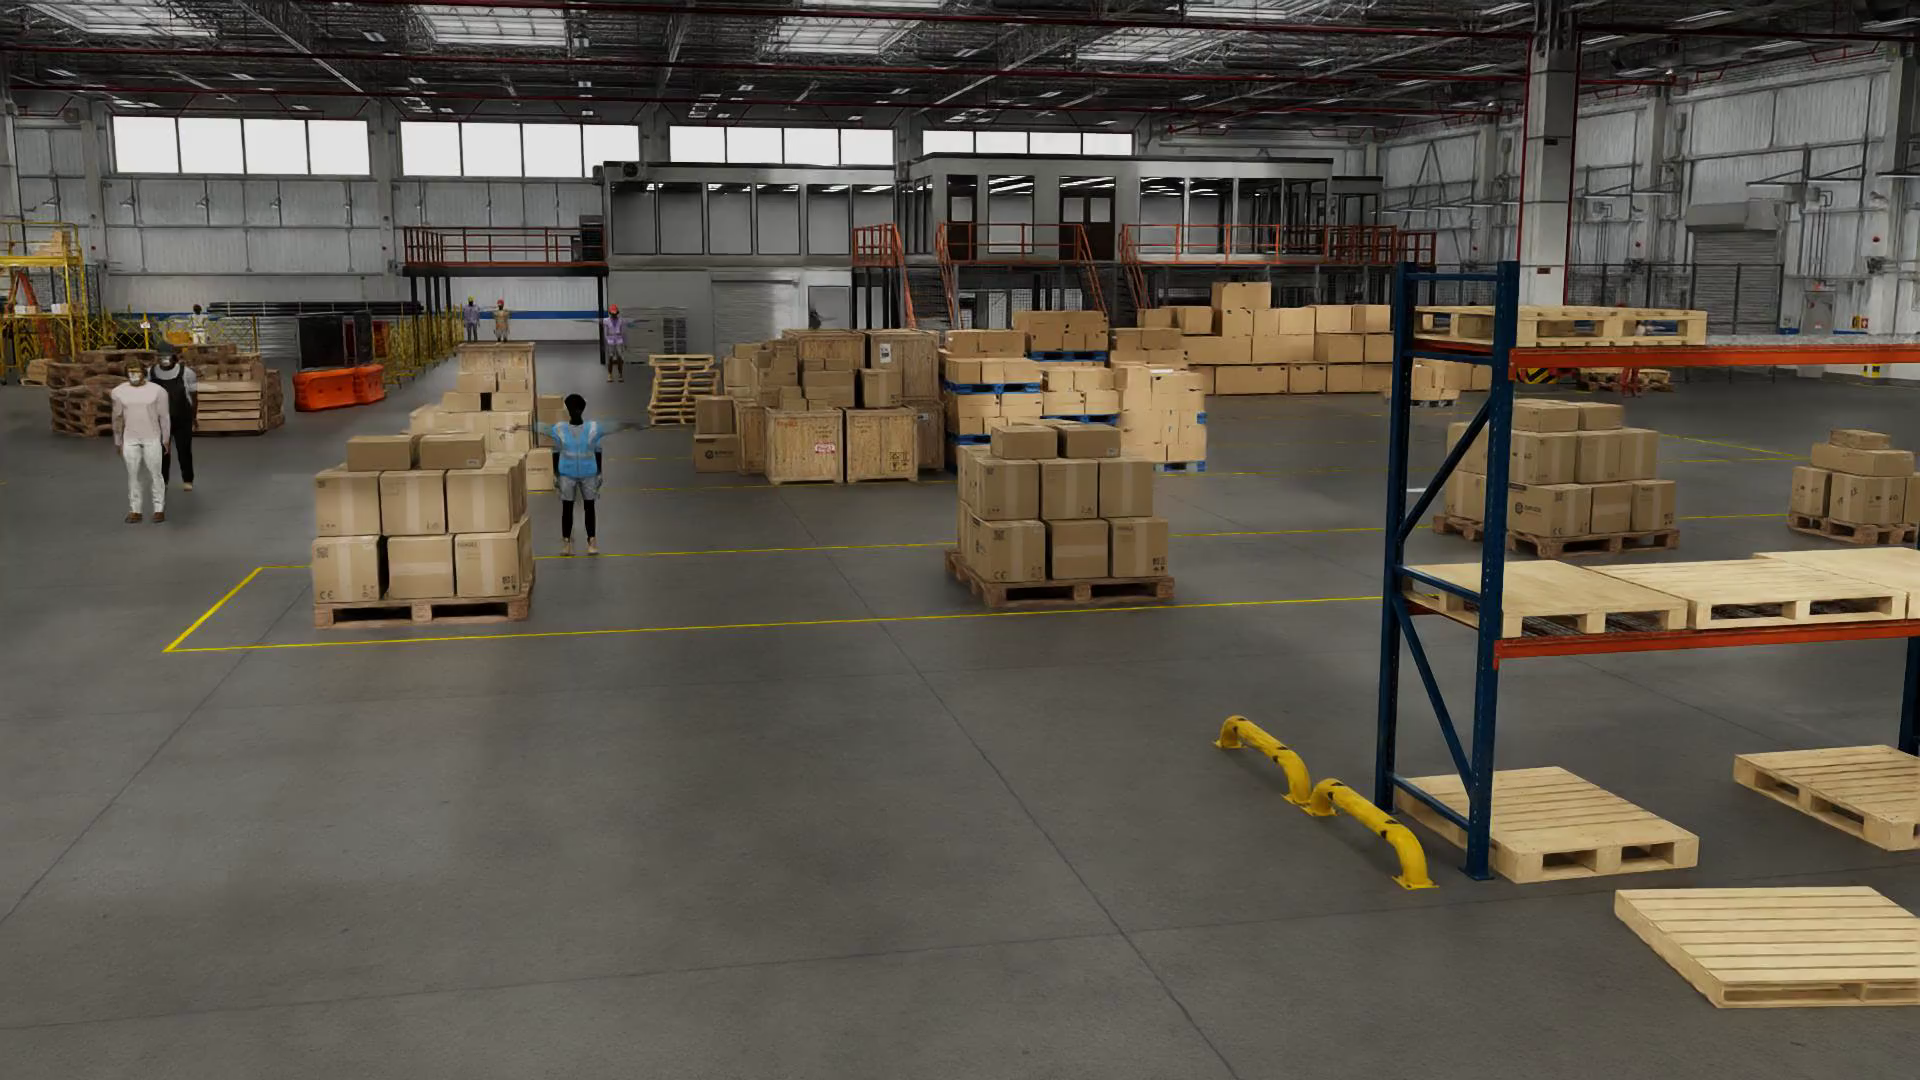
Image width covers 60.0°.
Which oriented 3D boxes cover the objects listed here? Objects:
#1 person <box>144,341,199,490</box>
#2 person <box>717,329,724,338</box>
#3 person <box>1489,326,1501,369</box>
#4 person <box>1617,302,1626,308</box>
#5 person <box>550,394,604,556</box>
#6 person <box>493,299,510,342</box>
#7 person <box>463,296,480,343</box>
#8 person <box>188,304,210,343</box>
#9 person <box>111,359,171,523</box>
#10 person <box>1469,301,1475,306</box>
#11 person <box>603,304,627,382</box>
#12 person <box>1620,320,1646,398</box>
[{"bbox_3d":[-10.601,-1.660,22.296,0.701,2.000,0.538,-3,10,-18],"label":"person"},{"bbox_3d":[-7.620,-6.577,52.768,0.533,1.868,0.310,-2,10,-12],"label":"person"},{"bbox_3d":[15.417,-5.693,47.773,0.549,1.754,0.394,-1,9,-3],"label":"person"},{"bbox_3d":[20.374,-6.377,51.368,0.551,1.932,0.378,-2,10,-12],"label":"person"},{"bbox_3d":[-3.983,-0.674,17.334,0.540,1.695,0.317,-2,10,-12],"label":"person"},{"bbox_3d":[-15.318,-7.068,55.584,0.551,1.932,0.378,-2,10,-12],"label":"person"},{"bbox_3d":[-18.166,-8.098,61.882,0.594,1.924,0.381,-2,10,-12],"label":"person"},{"bbox_3d":[-23.175,-6.236,50.660,0.584,1.882,0.337,-2,10,-12],"label":"person"},{"bbox_3d":[-9.637,-1.166,19.597,0.635,1.936,0.356,-2,10,-12],"label":"person"},{"bbox_3d":[17.565,-7.285,57.196,0.633,1.839,0.429,-2,10,-12],"label":"person"},{"bbox_3d":[-9.032,-5.146,43.535,0.614,2.040,0.390,-2,10,-12],"label":"person"},{"bbox_3d":[15.530,-4.274,38.366,0.622,1.992,0.396,-2,10,-12],"label":"person"}]
